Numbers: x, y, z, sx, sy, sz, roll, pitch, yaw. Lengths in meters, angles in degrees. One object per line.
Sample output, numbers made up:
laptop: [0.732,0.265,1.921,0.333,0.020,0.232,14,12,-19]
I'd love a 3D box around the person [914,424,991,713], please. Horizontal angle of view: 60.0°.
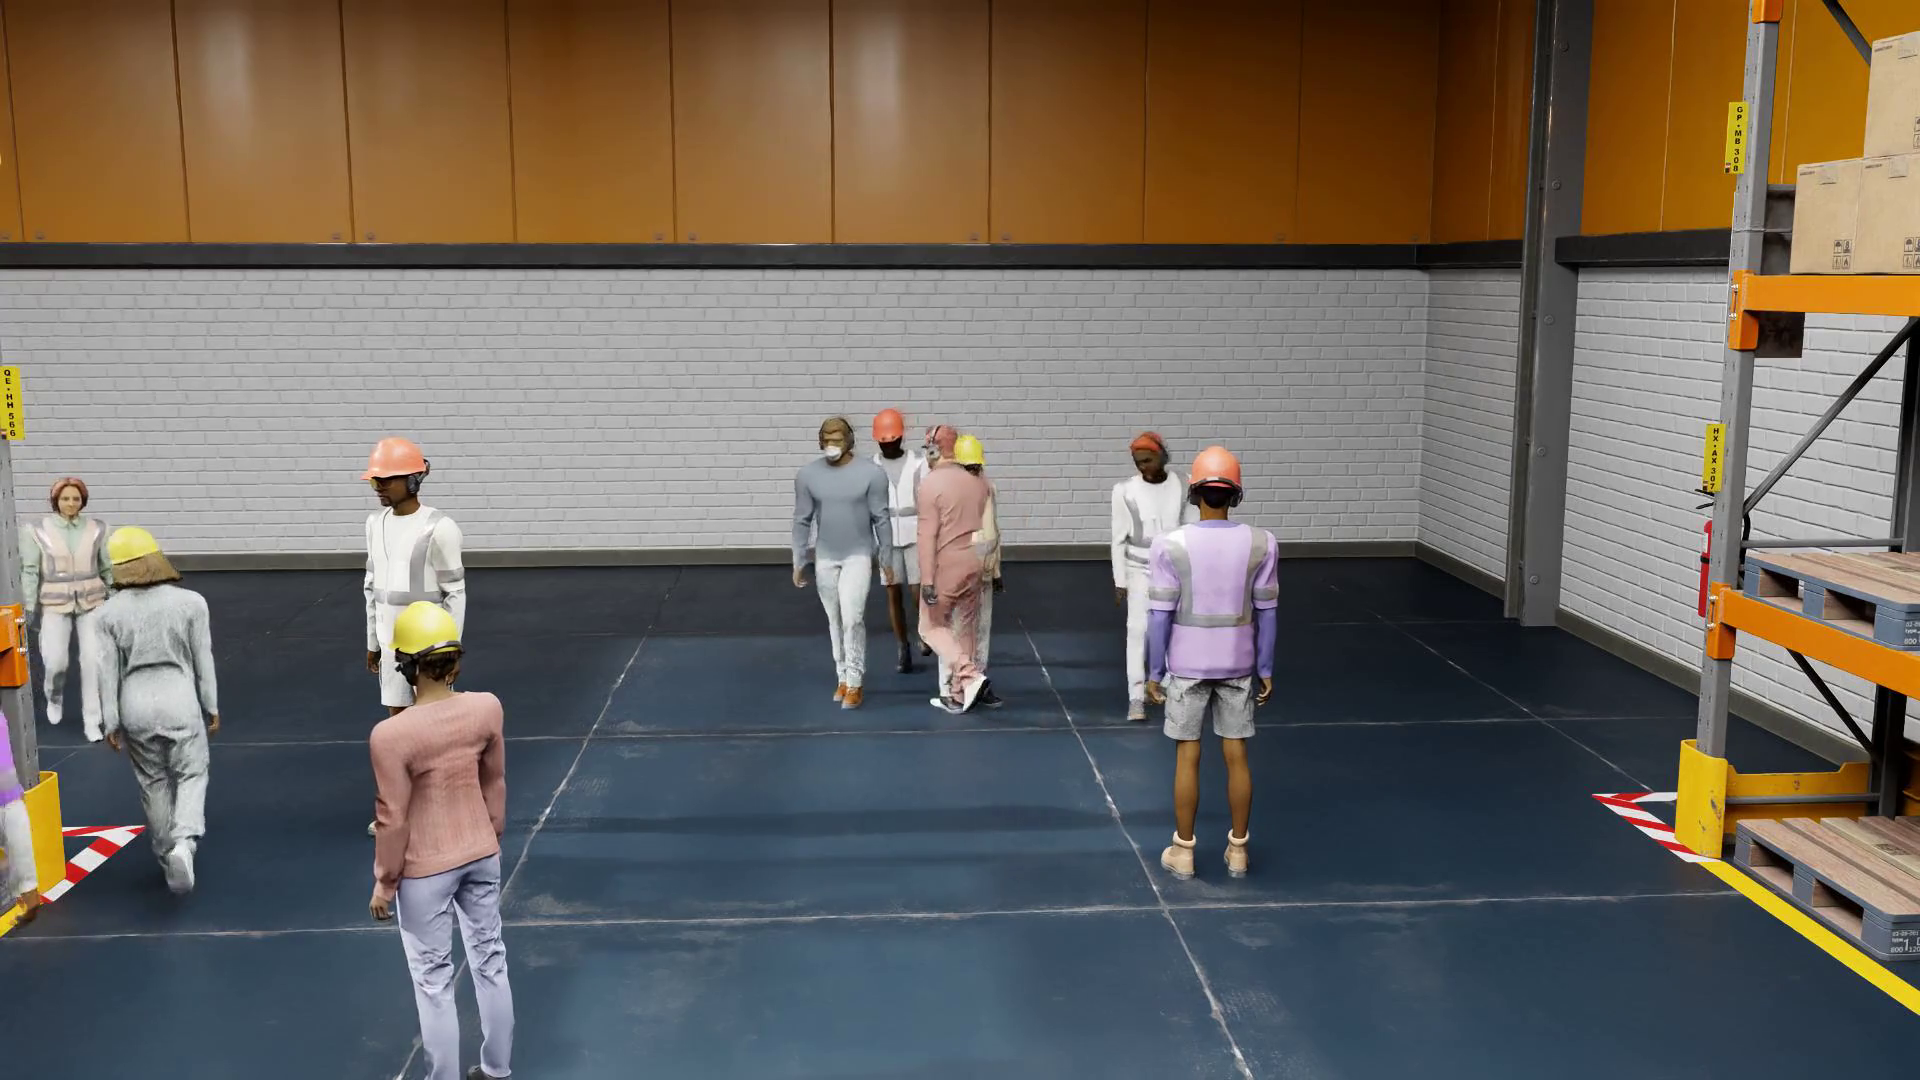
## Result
person: [-0.013,0.205,10.651,0.553,1.886,0.662,8,12,41]

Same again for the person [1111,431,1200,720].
person: [1.258,0.221,10.662,0.619,1.844,0.737,-2,9,-11]

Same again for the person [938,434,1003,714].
person: [0.032,0.216,10.798,0.609,1.819,0.403,-8,12,-40]

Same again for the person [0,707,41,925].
person: [-3.217,1.053,5.227,0.587,1.916,0.629,-2,9,-12]

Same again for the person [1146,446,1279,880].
person: [1.172,0.579,7.812,0.615,2.042,0.374,-1,9,-5]

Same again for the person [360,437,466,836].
person: [-2.744,0.506,8.272,0.615,2.041,0.386,5,10,29]

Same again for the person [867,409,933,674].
person: [-0.421,0.002,11.888,0.602,1.900,0.618,1,9,5]

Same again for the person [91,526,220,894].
person: [-3.631,0.791,7.537,0.499,1.704,0.639,-3,10,-20]

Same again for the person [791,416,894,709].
person: [-0.798,0.151,10.880,0.664,1.915,0.680,2,9,15]

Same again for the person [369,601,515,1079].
person: [-1.735,1.077,5.552,0.317,1.769,0.523,6,11,34]

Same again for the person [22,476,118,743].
person: [-5.429,0.411,10.161,0.538,1.621,0.493,-7,12,-39]
